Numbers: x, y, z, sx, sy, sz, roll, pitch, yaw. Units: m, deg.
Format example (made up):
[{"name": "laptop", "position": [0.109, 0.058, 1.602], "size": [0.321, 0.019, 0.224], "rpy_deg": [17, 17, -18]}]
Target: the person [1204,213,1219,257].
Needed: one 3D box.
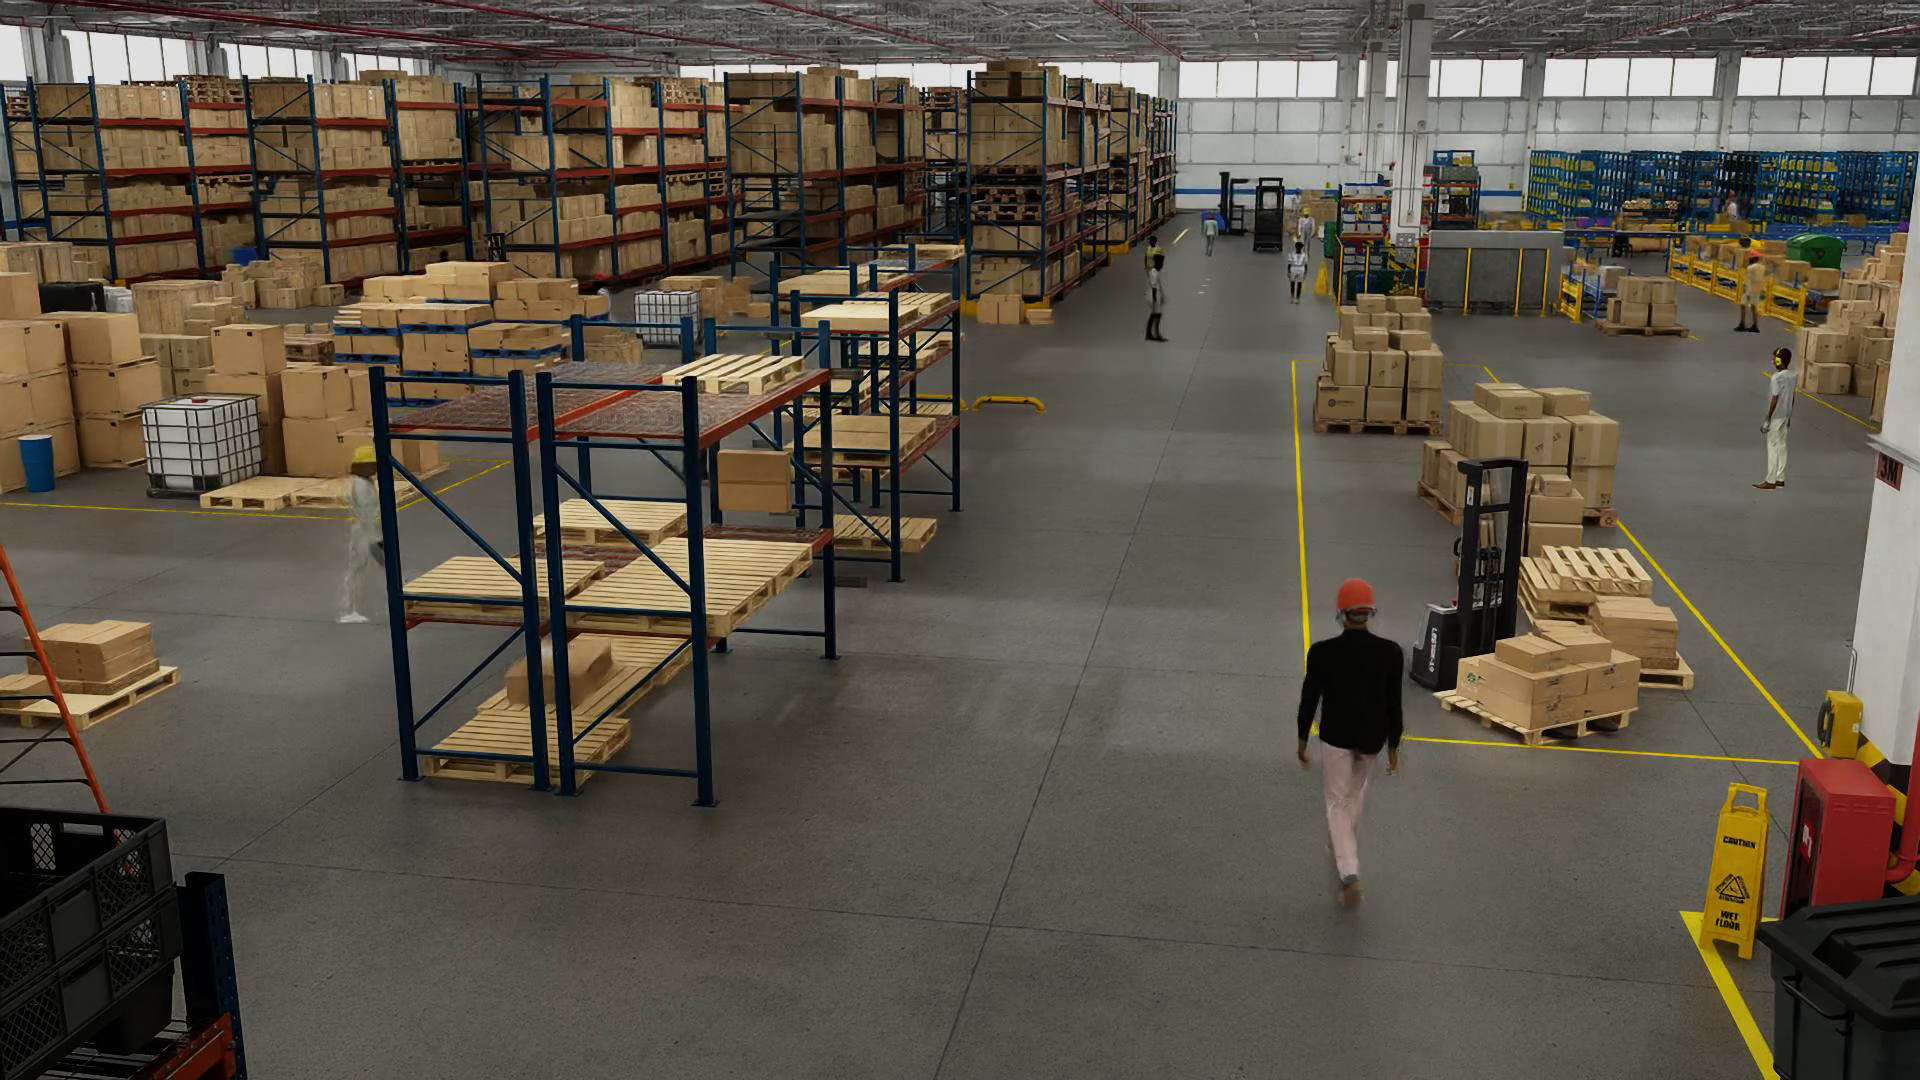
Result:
[{"name": "person", "position": [9.391, -11.400, 62.126], "size": [0.508, 1.600, 0.773], "rpy_deg": [6, 15, 22]}]

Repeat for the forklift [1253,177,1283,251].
[{"name": "forklift", "position": [12.083, -12.747, 64.956], "size": [1.129, 2.768, 1.873], "rpy_deg": [3, 14, 10]}]

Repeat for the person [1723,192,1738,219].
[{"name": "person", "position": [34.216, -14.463, 73.870], "size": [0.636, 1.958, 0.687], "rpy_deg": [-1, 14, -4]}]

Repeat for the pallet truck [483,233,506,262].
[{"name": "pallet truck", "position": [-11.832, -7.026, 43.548], "size": [1.885, 1.965, 0.823], "rpy_deg": [8, 16, 28]}]

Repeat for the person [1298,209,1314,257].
[{"name": "person", "position": [12.827, -11.368, 61.612], "size": [0.585, 1.790, 0.930], "rpy_deg": [3, 14, 11]}]

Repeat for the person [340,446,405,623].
[{"name": "person", "position": [-5.537, -0.047, 15.825], "size": [0.884, 1.703, 0.493], "rpy_deg": [-2, 14, -7]}]

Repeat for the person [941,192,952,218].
[{"name": "person", "position": [-0.741, -18.203, 89.349], "size": [0.592, 1.806, 0.880], "rpy_deg": [2, 14, 8]}]

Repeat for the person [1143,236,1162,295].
[{"name": "person", "position": [5.477, -7.793, 47.277], "size": [0.531, 1.697, 0.322], "rpy_deg": [10, 17, 36]}]

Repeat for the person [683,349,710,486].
[{"name": "person", "position": [-3.445, -1.602, 21.869], "size": [0.508, 1.828, 0.563], "rpy_deg": [-2, 14, -6]}]

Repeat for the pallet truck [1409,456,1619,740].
[{"name": "pallet truck", "position": [4.504, 0.400, 13.395], "size": [0.823, 1.965, 1.885], "rpy_deg": [-6, 15, -23]}]

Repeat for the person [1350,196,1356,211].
[{"name": "person", "position": [20.653, -17.755, 87.668], "size": [0.497, 1.731, 0.381], "rpy_deg": [-6, 15, -24]}]

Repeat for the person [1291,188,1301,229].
[{"name": "person", "position": [16.080, -15.857, 79.535], "size": [0.601, 1.939, 0.410], "rpy_deg": [-9, 16, -31]}]

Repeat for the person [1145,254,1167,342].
[{"name": "person", "position": [4.340, -5.370, 36.927], "size": [0.412, 1.960, 0.633], "rpy_deg": [0, 14, -1]}]

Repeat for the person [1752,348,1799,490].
[{"name": "person", "position": [10.662, -1.580, 21.711], "size": [0.518, 1.865, 0.328], "rpy_deg": [-9, 16, -31]}]

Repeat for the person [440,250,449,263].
[{"name": "person", "position": [-12.884, -6.401, 41.643], "size": [0.397, 1.684, 0.540], "rpy_deg": [2, 14, 7]}]

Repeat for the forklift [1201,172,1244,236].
[{"name": "forklift", "position": [11.670, -14.878, 73.610], "size": [1.873, 2.768, 1.129], "rpy_deg": [3, 14, 10]}]

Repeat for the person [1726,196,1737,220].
[{"name": "person", "position": [32.777, -13.606, 70.496], "size": [0.677, 1.889, 0.654], "rpy_deg": [9, 16, 32]}]

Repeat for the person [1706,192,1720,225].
[{"name": "person", "position": [35.195, -15.380, 77.815], "size": [0.564, 1.831, 0.431], "rpy_deg": [1, 14, 3]}]

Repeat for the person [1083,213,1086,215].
[{"name": "person", "position": [7.293, -18.905, 92.007], "size": [0.992, 1.900, 0.555], "rpy_deg": [-1, 14, -3]}]

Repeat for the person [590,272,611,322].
[{"name": "person", "position": [-7.061, -4.375, 32.998], "size": [0.999, 1.895, 0.555], "rpy_deg": [2, 14, 7]}]

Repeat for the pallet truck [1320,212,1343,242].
[{"name": "pallet truck", "position": [15.874, -13.227, 70.310], "size": [0.680, 1.201, 1.601], "rpy_deg": [10, 17, 35]}]

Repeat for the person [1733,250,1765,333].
[{"name": "person", "position": [18.406, -5.791, 38.714], "size": [0.563, 1.900, 0.616], "rpy_deg": [-6, 15, -22]}]

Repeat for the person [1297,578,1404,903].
[{"name": "person", "position": [2.409, 1.211, 10.209], "size": [0.615, 1.944, 0.998], "rpy_deg": [-1, 14, -3]}]

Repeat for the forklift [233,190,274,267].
[{"name": "forklift", "position": [-21.257, -9.321, 51.047], "size": [1.873, 2.768, 1.129], "rpy_deg": [3, 14, 10]}]

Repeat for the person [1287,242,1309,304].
[{"name": "person", "position": [9.136, -7.219, 44.960], "size": [0.557, 1.677, 0.526], "rpy_deg": [1, 14, 5]}]
